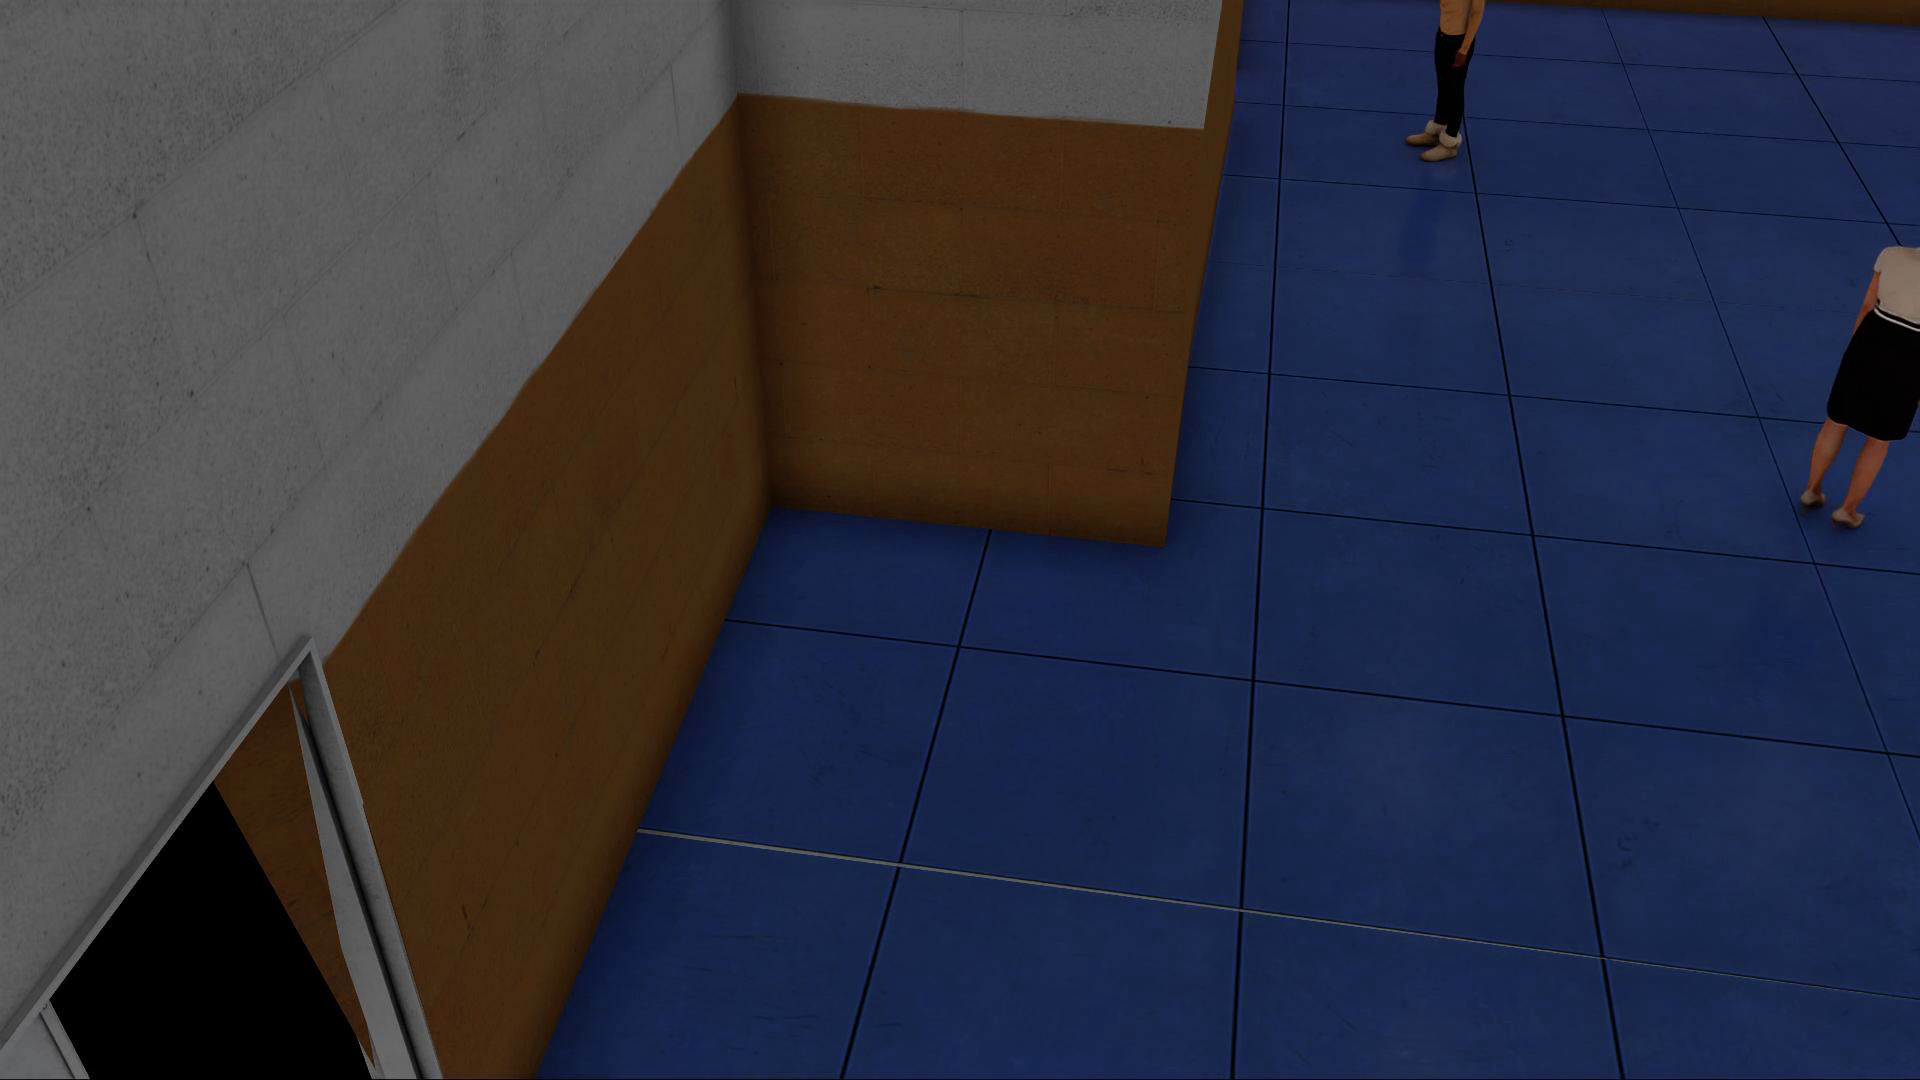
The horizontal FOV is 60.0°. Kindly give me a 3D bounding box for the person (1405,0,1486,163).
[{"bbox_3d":[3.431,-3.455,11.473,0.635,1.658,0.656,-4,37,-5],"label":"person"}]

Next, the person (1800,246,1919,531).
[{"bbox_3d":[4.379,-0.815,7.877,0.738,1.751,0.662,-27,44,-31],"label":"person"}]
